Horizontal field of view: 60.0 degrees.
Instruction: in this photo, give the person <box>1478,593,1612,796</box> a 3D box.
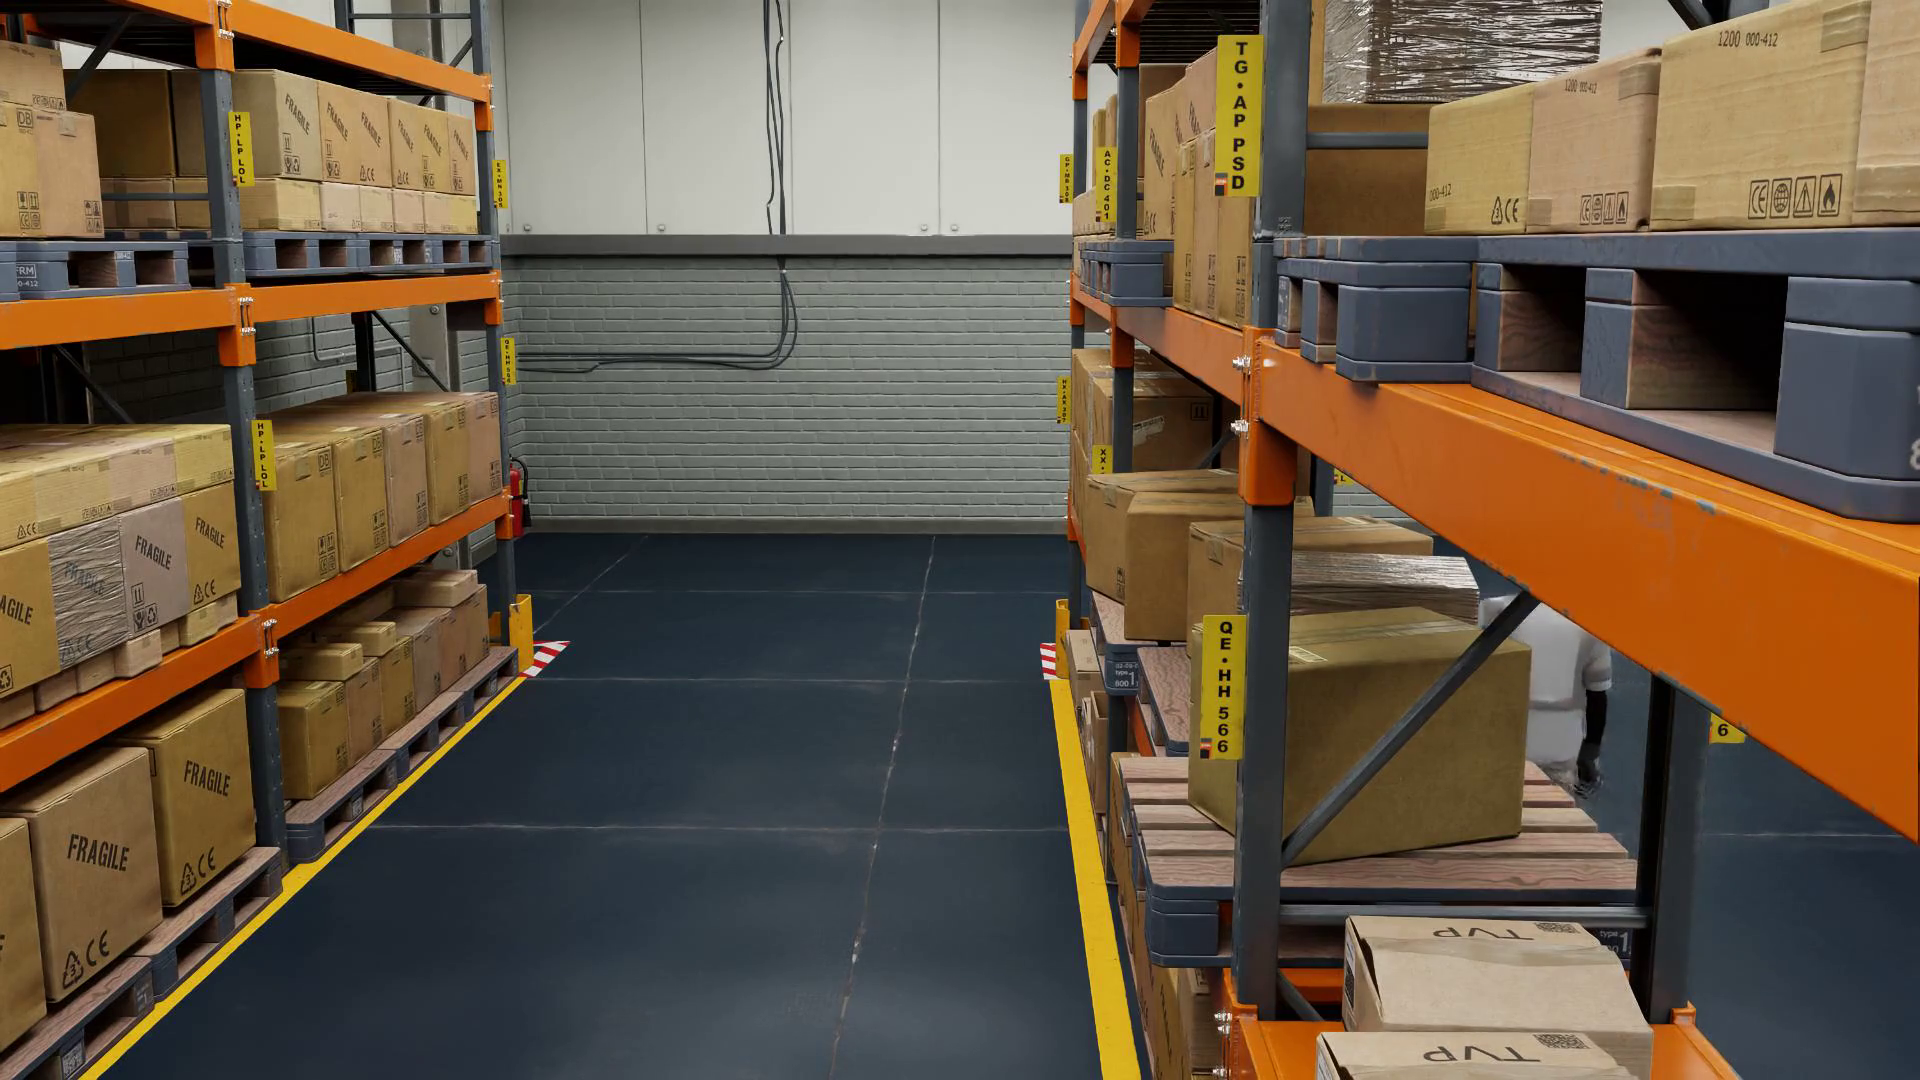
[{"bbox_3d":[2.357,0.853,6.883,0.619,1.952,0.476,0,10,-1],"label":"person"}]
